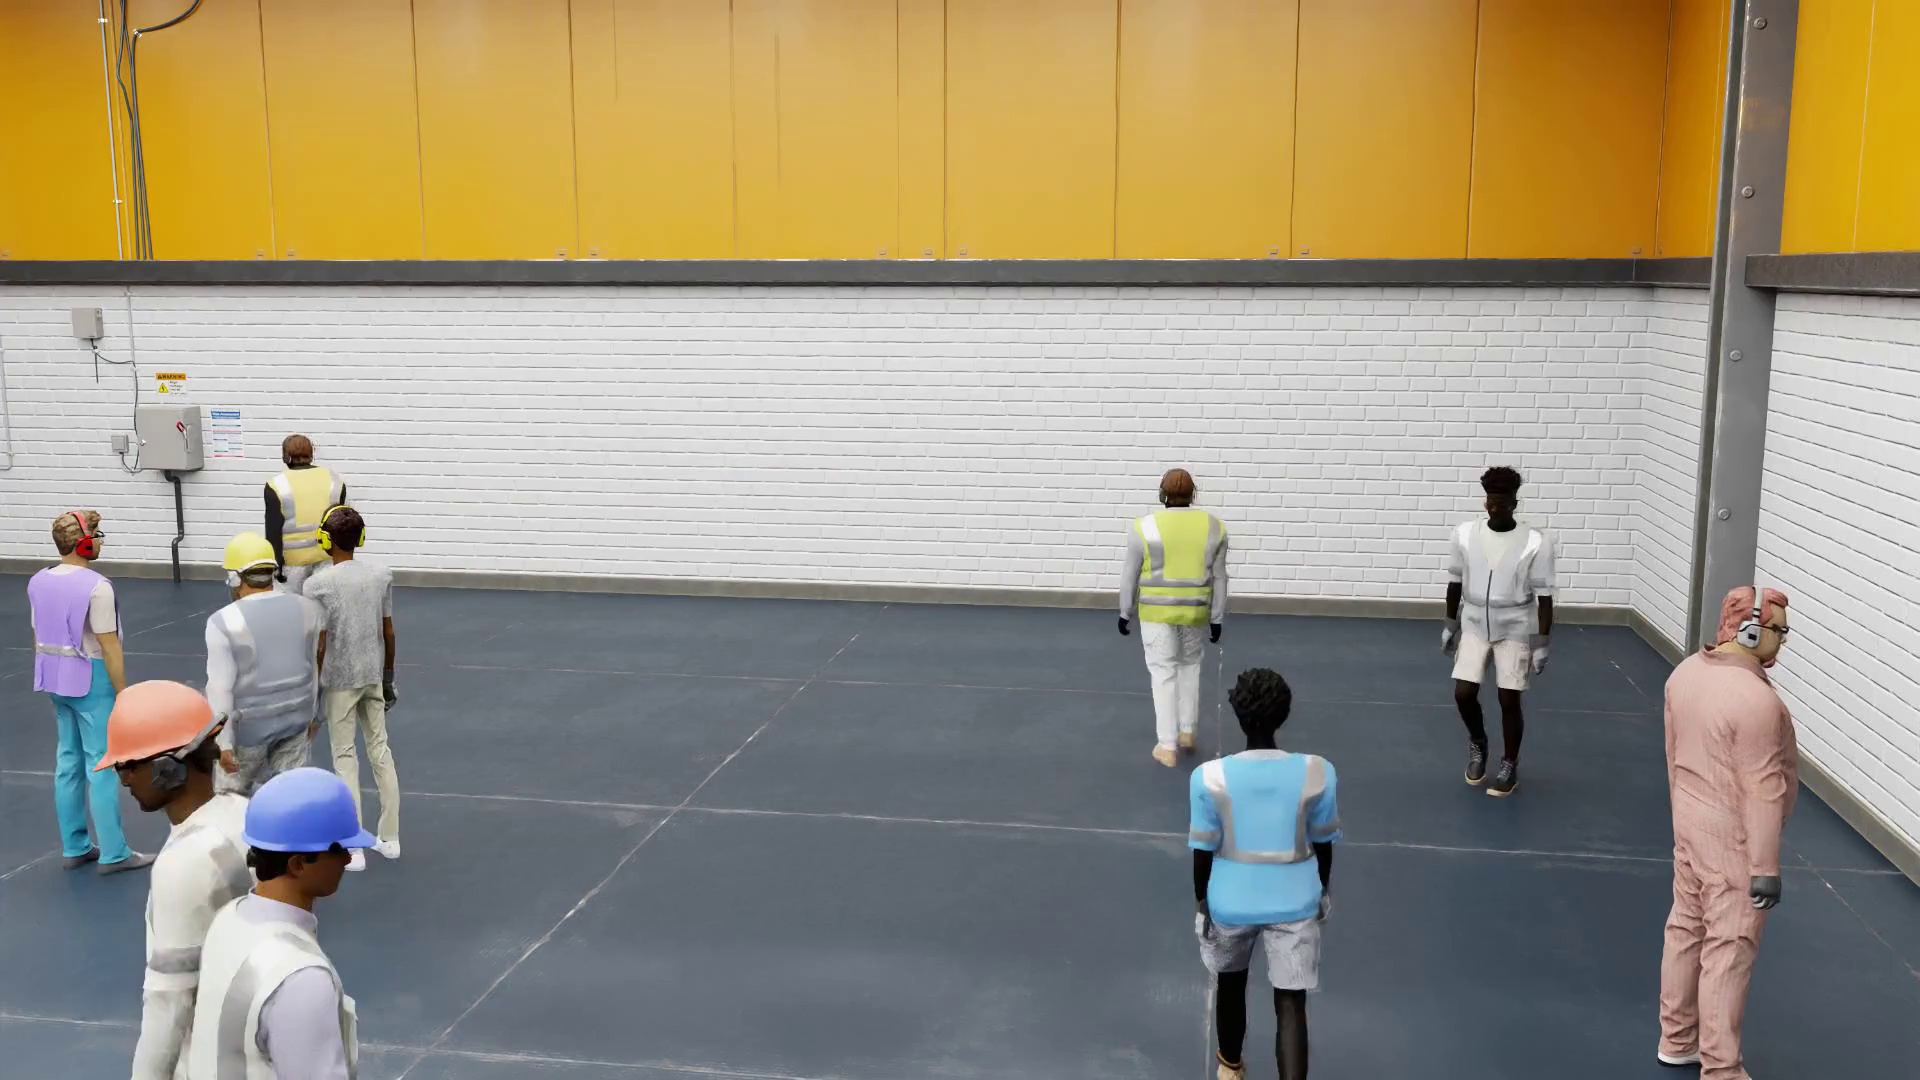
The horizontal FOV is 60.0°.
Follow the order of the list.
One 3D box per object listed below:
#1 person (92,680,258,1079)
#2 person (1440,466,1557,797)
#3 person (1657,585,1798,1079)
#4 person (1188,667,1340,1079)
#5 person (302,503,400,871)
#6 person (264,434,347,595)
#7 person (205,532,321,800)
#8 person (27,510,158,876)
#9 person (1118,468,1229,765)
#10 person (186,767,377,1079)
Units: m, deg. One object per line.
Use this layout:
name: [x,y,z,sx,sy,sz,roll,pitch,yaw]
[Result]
person: [-1.935,1.342,4.453,1.072,1.983,0.618,-3,10,-19]
person: [3.071,0.525,9.567,0.684,1.937,0.475,7,11,36]
person: [2.841,1.106,6.111,0.405,1.903,0.636,0,9,-3]
person: [1.053,1.271,5.782,0.527,1.671,0.809,1,9,7]
person: [-3.093,0.743,8.437,0.329,1.873,0.514,7,11,35]
person: [-4.899,0.118,12.456,0.632,1.827,0.505,-8,12,-41]
person: [-3.297,0.865,7.888,0.413,1.810,0.605,7,11,36]
person: [-4.399,0.769,8.345,0.563,1.847,0.388,4,10,25]
person: [1.297,0.455,10.359,0.640,1.822,0.648,-2,9,-10]
person: [-1.709,1.486,3.856,1.017,1.898,0.616,-6,11,-32]
